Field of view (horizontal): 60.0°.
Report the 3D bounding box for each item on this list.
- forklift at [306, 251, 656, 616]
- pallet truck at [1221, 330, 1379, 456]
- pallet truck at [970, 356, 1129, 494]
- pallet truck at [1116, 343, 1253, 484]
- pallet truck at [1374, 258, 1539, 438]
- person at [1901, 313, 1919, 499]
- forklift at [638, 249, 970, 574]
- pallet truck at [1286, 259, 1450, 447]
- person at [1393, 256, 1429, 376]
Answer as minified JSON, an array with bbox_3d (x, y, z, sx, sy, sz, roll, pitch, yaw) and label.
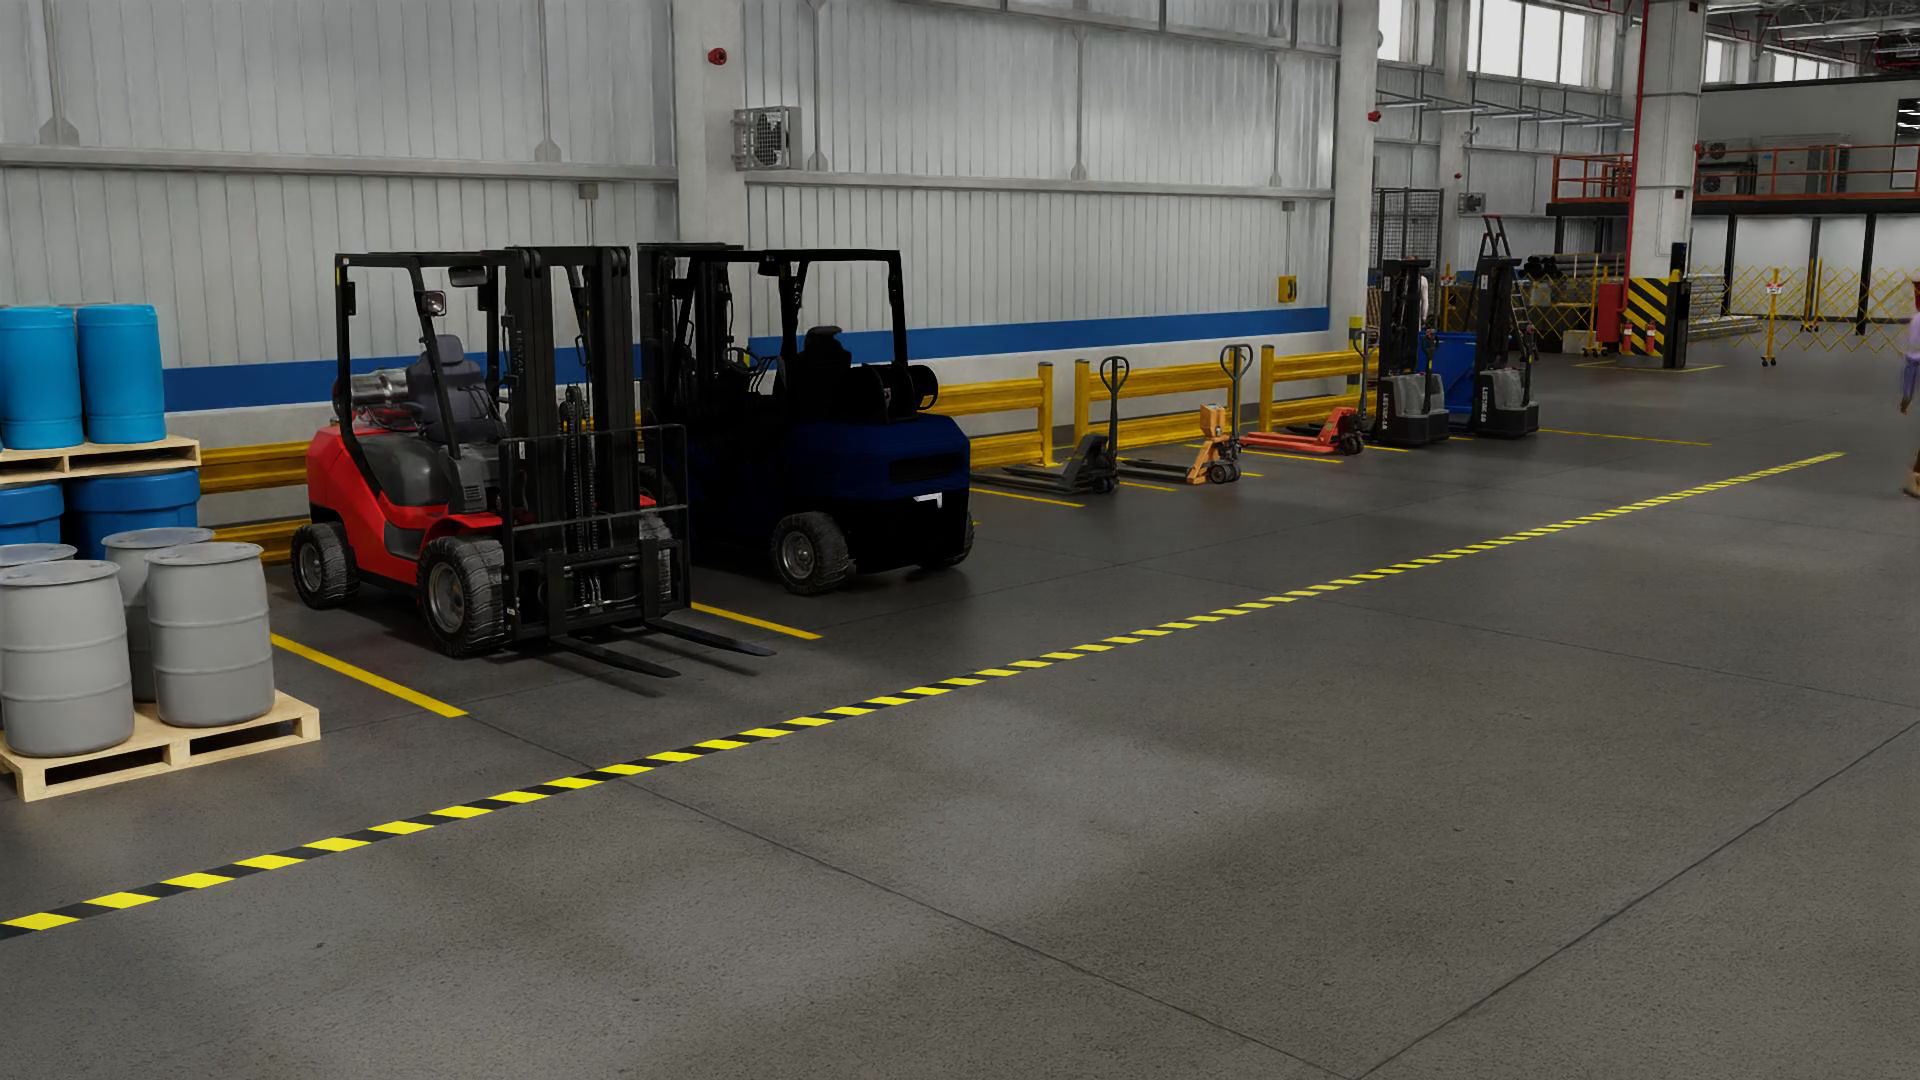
[{"bbox_3d":[-2.833,-0.669,9.694,1.157,1.987,2.680,-10,14,-44],"label":"forklift"},{"bbox_3d":[3.563,-1.581,17.381,0.653,1.274,1.630,-10,14,-44],"label":"pallet truck"},{"bbox_3d":[0.784,-1.085,14.876,0.680,1.201,1.601,-10,14,-44],"label":"pallet truck"},{"bbox_3d":[1.962,-1.215,15.415,1.522,1.261,0.704,10,14,43],"label":"pallet truck"},{"bbox_3d":[5.704,-2.208,18.901,1.885,1.965,0.823,10,14,43],"label":"pallet truck"},{"bbox_3d":[8.194,-1.270,13.823,0.623,1.994,1.032,0,10,-1],"label":"person"},{"bbox_3d":[-1.173,-0.958,11.239,2.680,1.987,1.157,10,14,43],"label":"forklift"},{"bbox_3d":[4.493,-2.078,18.196,0.823,1.965,1.885,-9,14,-40],"label":"pallet truck"},{"bbox_3d":[7.148,-3.575,26.602,0.652,1.906,0.409,3,11,16],"label":"person"}]
